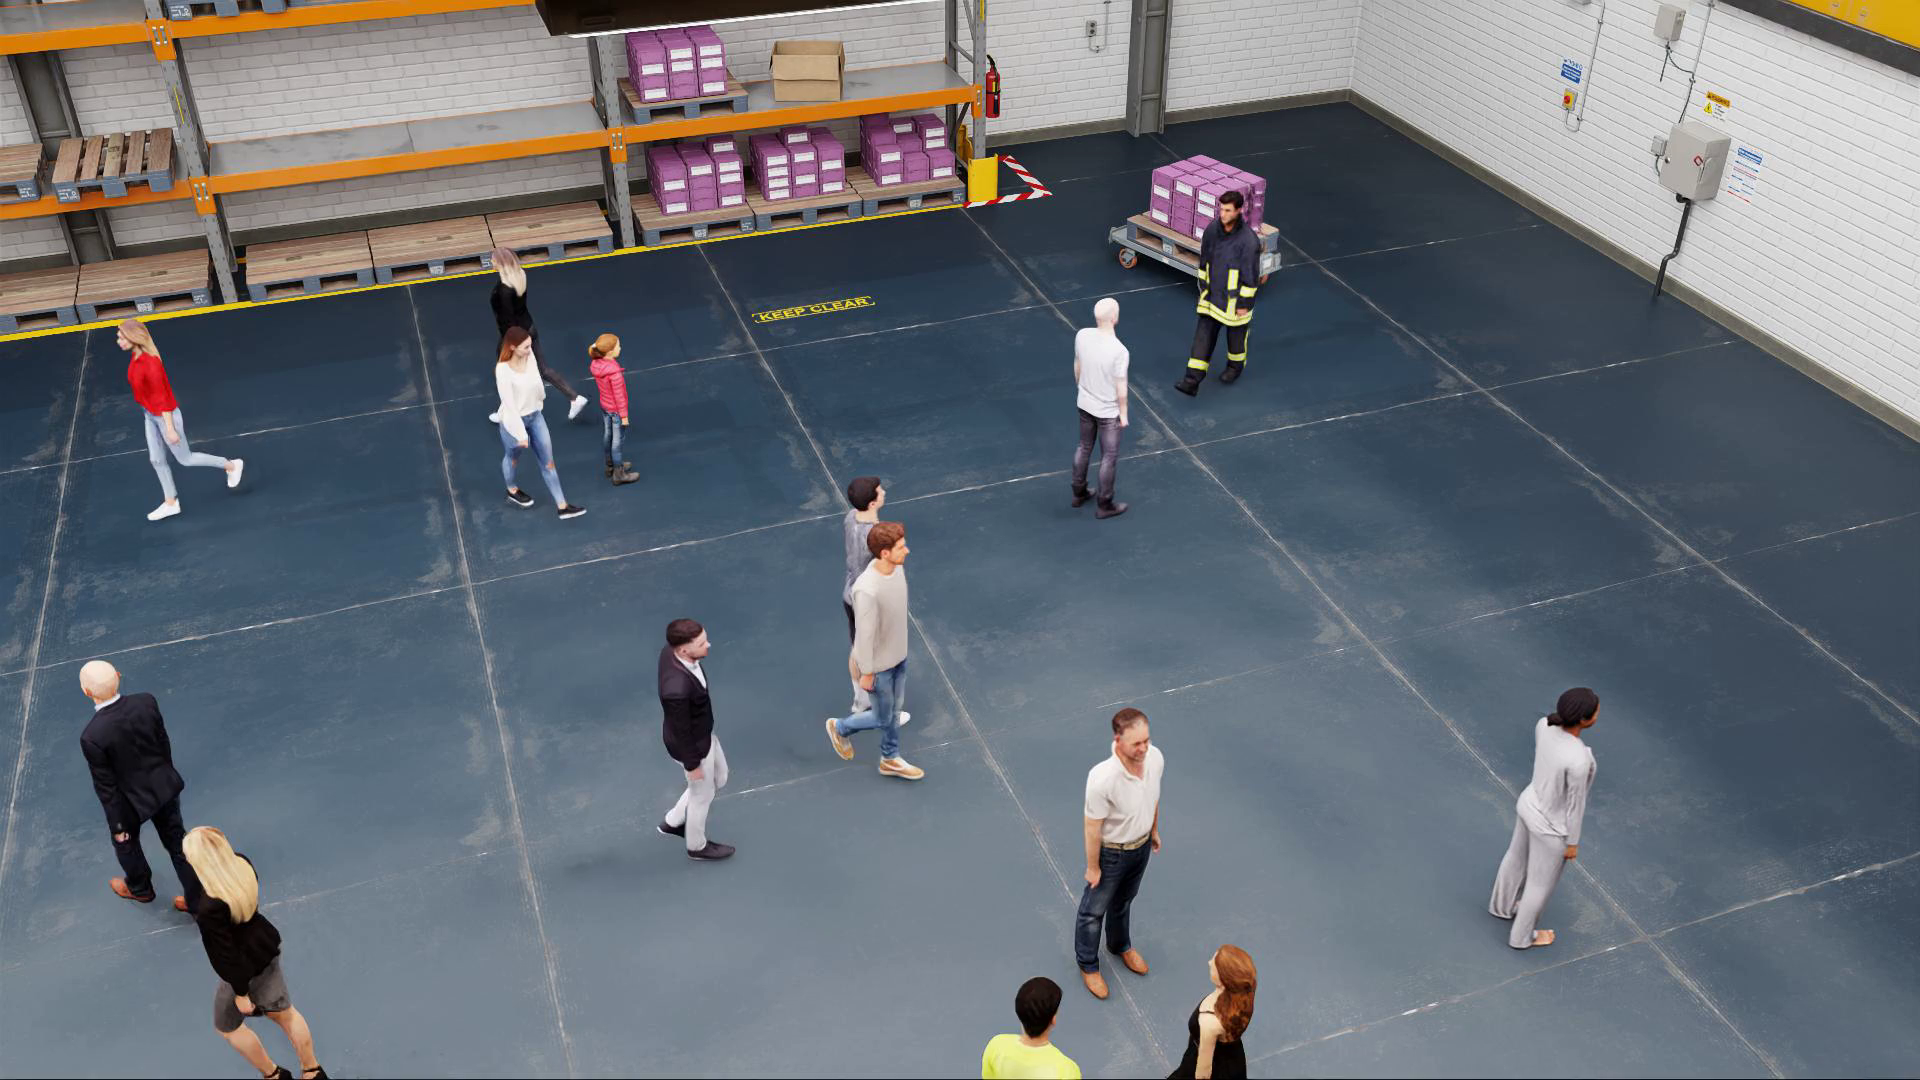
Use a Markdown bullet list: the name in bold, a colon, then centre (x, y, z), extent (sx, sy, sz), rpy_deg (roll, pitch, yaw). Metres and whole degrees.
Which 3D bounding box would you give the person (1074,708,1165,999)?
- **person**: centre (0.844, 1.626, 8.938), extent (0.608, 1.856, 0.778), rpy_deg (-21, 39, -29)

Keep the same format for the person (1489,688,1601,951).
- **person**: centre (3.245, 1.530, 9.194), extent (0.602, 1.733, 0.658), rpy_deg (-4, 34, -6)

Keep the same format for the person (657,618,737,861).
- **person**: centre (-1.650, 1.184, 9.634), extent (0.765, 1.822, 0.754), rpy_deg (-5, 34, -7)

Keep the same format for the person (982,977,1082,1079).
- **person**: centre (0.331, 2.651, 7.531), extent (0.682, 1.706, 0.755), rpy_deg (12, 36, 18)

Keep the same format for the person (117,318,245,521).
- **person**: centre (-6.141, -0.967, 12.995), extent (1.113, 1.684, 0.870), rpy_deg (-26, 42, -34)

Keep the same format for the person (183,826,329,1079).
- **person**: centre (-3.392, 2.130, 8.210), extent (0.788, 1.823, 0.755), rpy_deg (0, 34, -1)

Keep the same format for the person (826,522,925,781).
- **person**: centre (-0.559, 0.699, 10.303), extent (1.057, 1.889, 0.991), rpy_deg (13, 36, 19)

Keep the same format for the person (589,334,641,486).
- **person**: centre (-2.825, -1.071, 13.485), extent (0.559, 1.314, 0.553), rpy_deg (-22, 39, -29)

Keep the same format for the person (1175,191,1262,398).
- **person**: centre (2.411, -2.198, 14.671), extent (1.169, 1.879, 1.319), rpy_deg (24, 41, 32)

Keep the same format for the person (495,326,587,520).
- **person**: centre (-3.488, -0.923, 12.964), extent (1.089, 1.645, 1.086), rpy_deg (17, 37, 24)

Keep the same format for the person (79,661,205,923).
- **person**: centre (-4.498, 1.454, 9.272), extent (1.082, 1.773, 1.036), rpy_deg (17, 37, 24)

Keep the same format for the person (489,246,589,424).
- **person**: centre (-3.652, -1.708, 14.134), extent (1.191, 1.658, 0.963), rpy_deg (5, 34, 7)

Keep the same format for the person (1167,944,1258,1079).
- **person**: centre (1.272, 2.540, 7.802), extent (1.002, 1.592, 1.073), rpy_deg (24, 40, 31)

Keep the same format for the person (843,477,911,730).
- **person**: centre (-0.593, 0.394, 10.779), extent (0.629, 1.871, 0.696), rpy_deg (-19, 38, -26)

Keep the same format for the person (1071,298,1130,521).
- **person**: centre (1.085, -1.036, 12.965), extent (0.712, 1.832, 0.741), rpy_deg (-27, 42, -34)
